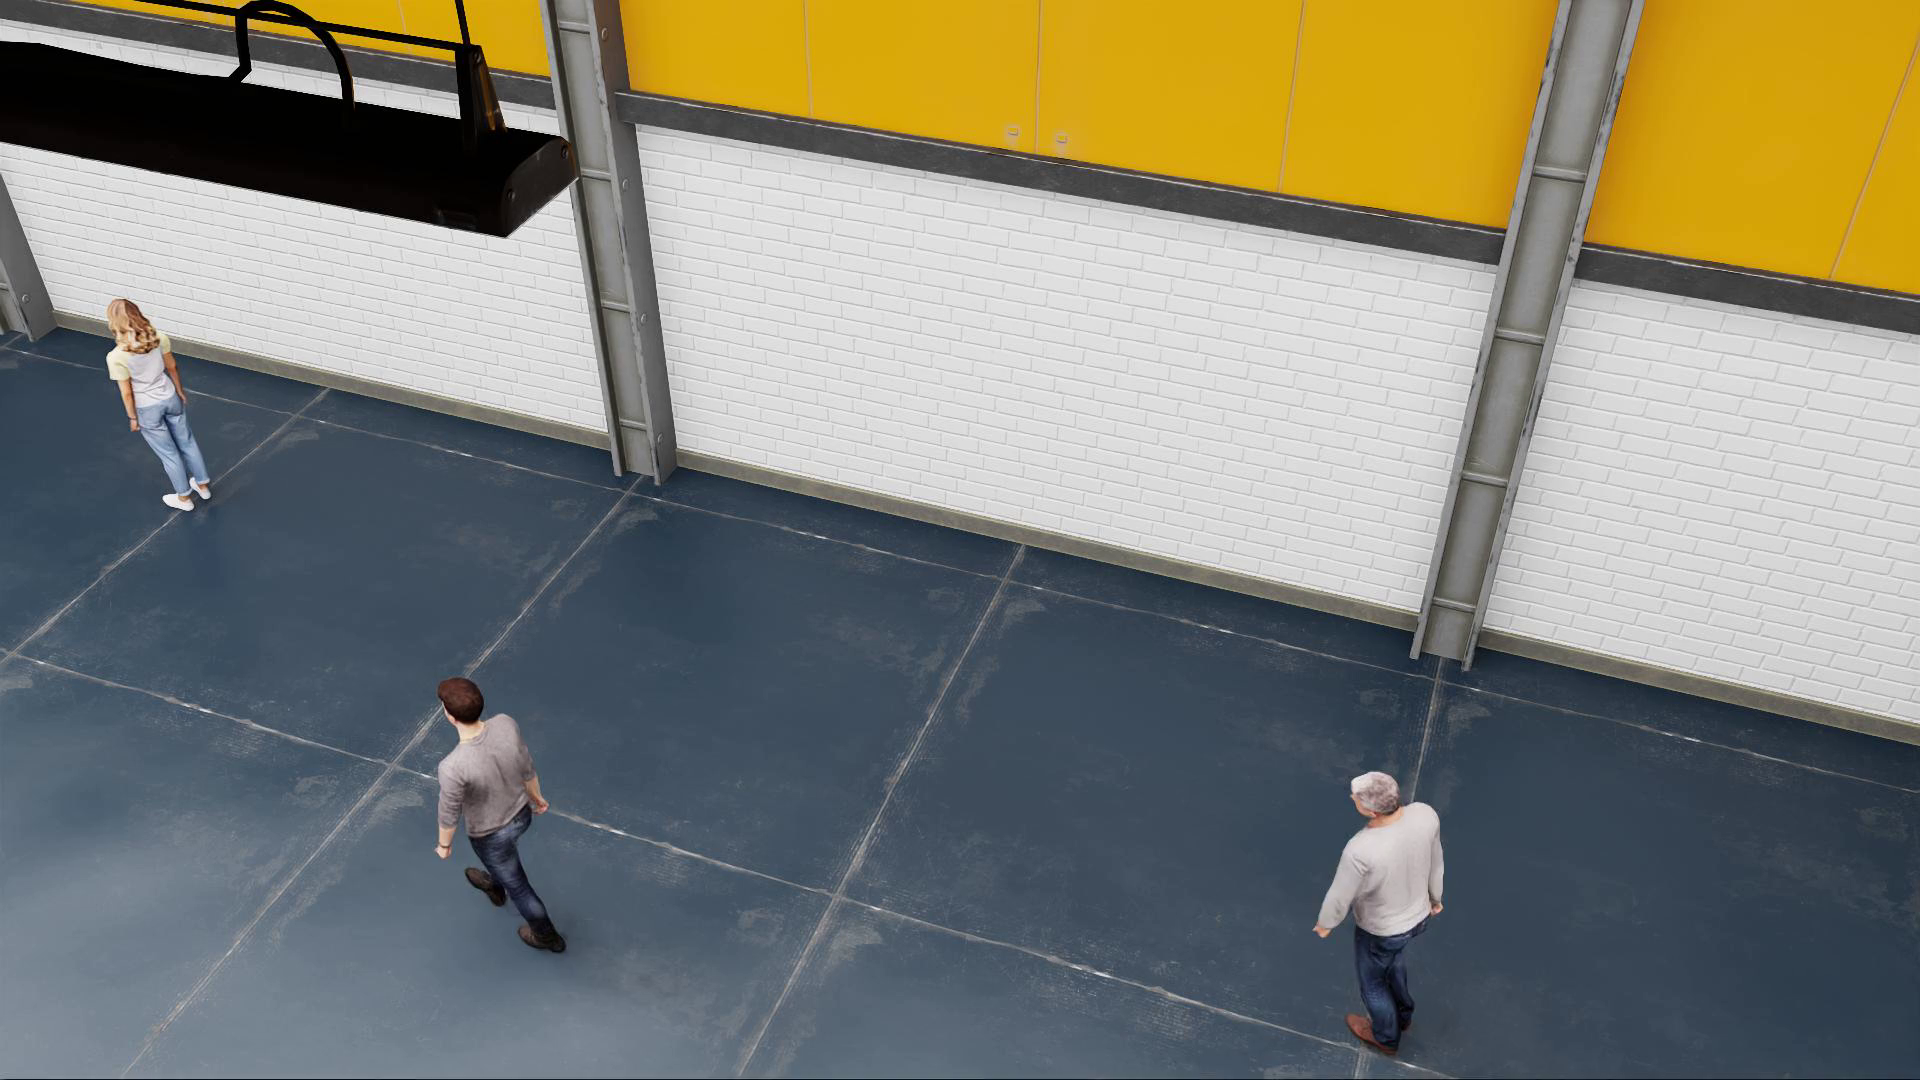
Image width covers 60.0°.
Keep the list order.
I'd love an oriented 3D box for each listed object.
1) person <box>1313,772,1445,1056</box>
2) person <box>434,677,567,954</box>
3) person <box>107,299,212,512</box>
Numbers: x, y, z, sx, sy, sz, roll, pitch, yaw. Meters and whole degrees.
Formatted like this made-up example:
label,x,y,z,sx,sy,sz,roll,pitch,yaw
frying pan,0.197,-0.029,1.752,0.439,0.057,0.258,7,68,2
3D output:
label,x,y,z,sx,sy,sz,roll,pitch,yaw
person,2.164,1.883,8.225,0.906,1.857,0.937,-15,41,-18
person,-2.333,1.509,8.674,1.068,1.880,0.820,19,42,22
person,-5.738,-0.963,11.896,0.615,1.723,0.666,21,43,24
